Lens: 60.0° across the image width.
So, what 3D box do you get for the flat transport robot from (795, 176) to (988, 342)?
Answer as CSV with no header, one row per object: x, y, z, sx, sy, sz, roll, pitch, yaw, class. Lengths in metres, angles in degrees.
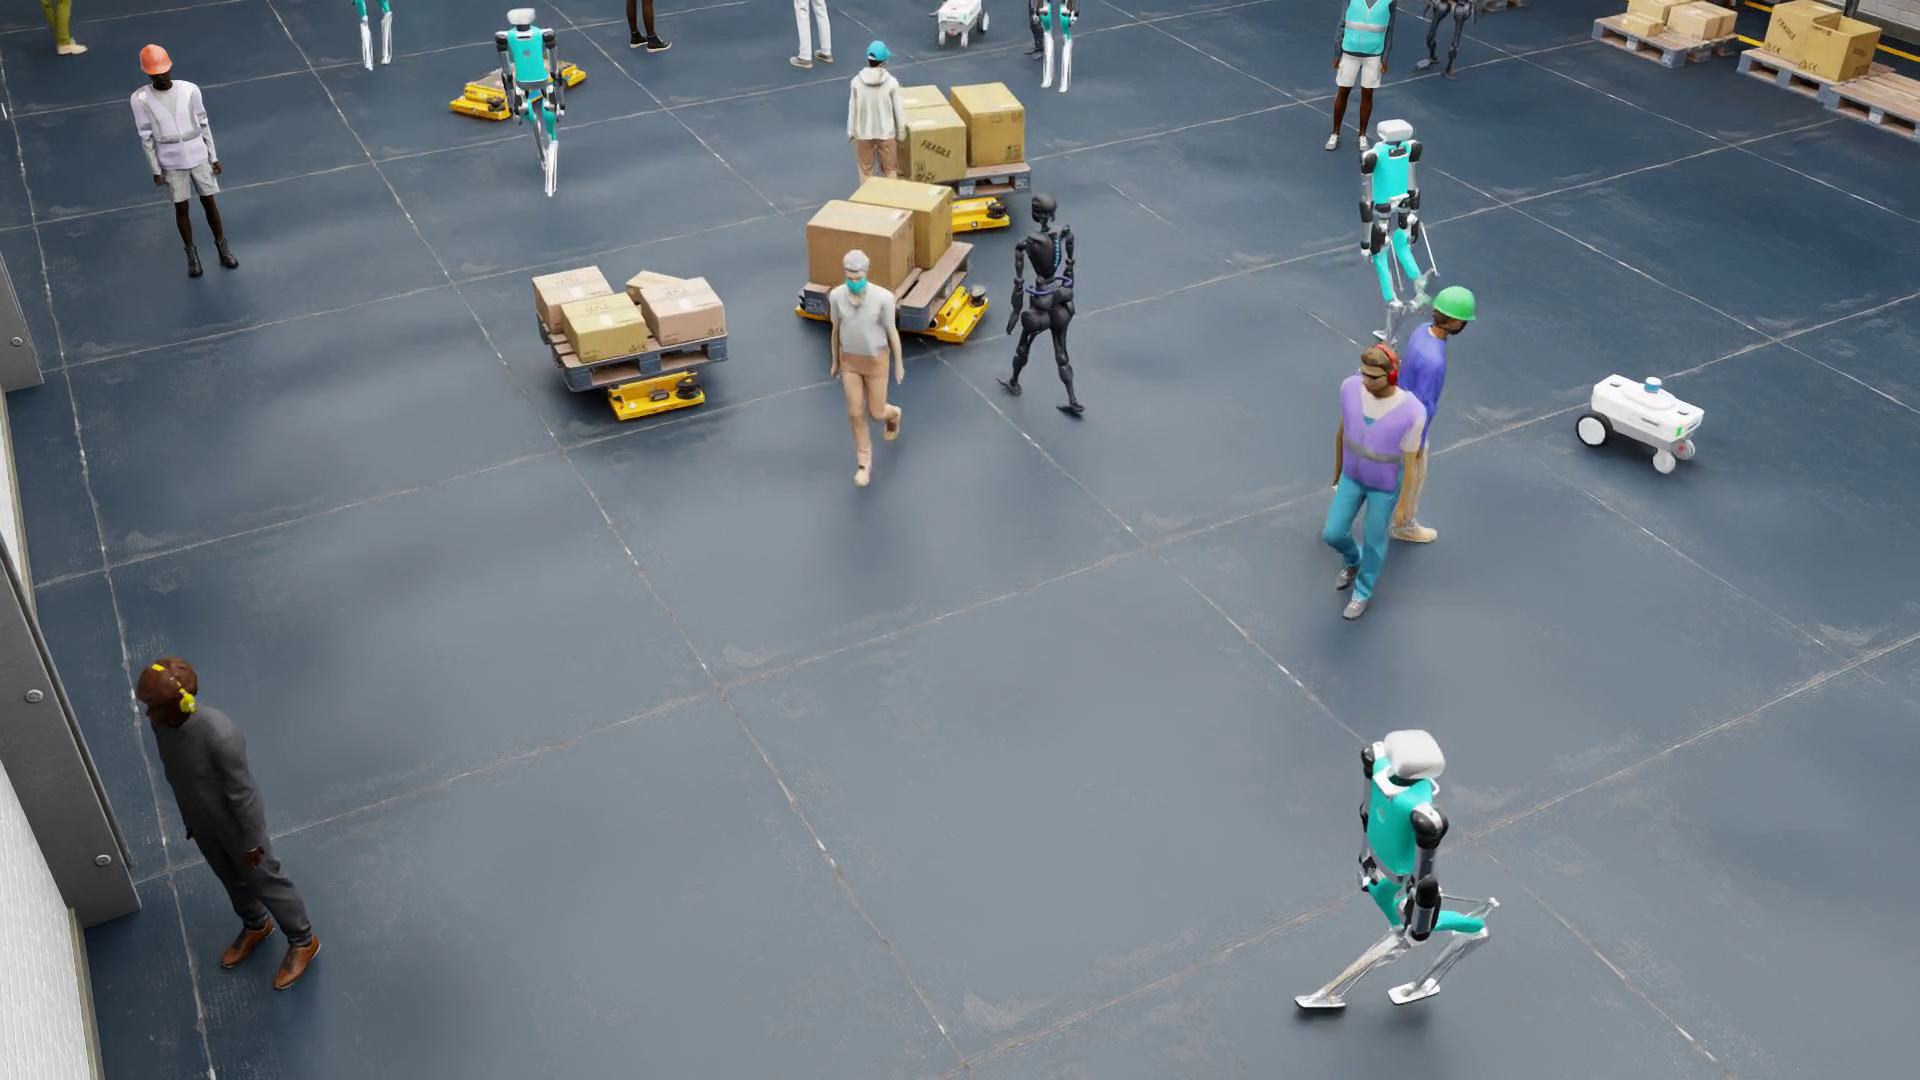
-0.549,-1.921,13.458,1.431,0.231,0.659,11,37,15,flat transport robot

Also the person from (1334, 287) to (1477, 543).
2.799,-0.773,10.455,0.644,1.840,0.513,5,35,7,person

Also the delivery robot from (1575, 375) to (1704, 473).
4.791,-0.861,11.712,0.499,0.613,0.811,-27,43,-33,delivery robot

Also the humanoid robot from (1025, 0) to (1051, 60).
0.852,-6.158,18.274,0.350,1.648,0.585,-24,42,-30,humanoid robot

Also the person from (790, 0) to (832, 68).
-1.670,-6.095,18.032,0.588,1.869,0.367,-27,43,-33,person

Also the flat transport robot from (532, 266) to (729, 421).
-2.474,-1.368,12.668,0.659,0.231,1.431,-15,38,-20,flat transport robot

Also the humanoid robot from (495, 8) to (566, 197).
-3.894,-4.118,15.332,0.541,1.767,0.936,-5,35,-8,humanoid robot

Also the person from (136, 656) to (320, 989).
-3.327,1.266,7.524,0.486,1.866,0.346,16,38,21,person

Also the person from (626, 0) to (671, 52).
-3.563,-6.413,18.394,0.600,1.966,0.369,26,42,32,person

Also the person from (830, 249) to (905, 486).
-0.612,-1.226,11.212,0.498,1.714,0.590,8,36,12,person

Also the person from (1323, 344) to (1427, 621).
2.434,-0.339,9.848,0.590,1.825,0.460,26,43,32,person

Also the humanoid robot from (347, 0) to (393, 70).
-6.437,-6.032,18.054,0.549,1.801,0.681,-6,35,-8,humanoid robot

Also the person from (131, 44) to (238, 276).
-6.411,-3.136,13.741,0.550,1.935,0.356,-21,40,-27,person

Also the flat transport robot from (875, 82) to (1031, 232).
-0.067,-3.216,15.307,0.659,0.231,1.431,-9,36,-13,flat transport robot

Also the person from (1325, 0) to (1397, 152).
3.861,-4.701,15.972,0.551,1.940,0.418,6,35,9,person

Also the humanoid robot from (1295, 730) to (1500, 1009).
2.035,1.512,7.287,0.895,1.770,0.531,-11,36,-15,humanoid robot

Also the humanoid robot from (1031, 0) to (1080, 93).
1.024,-5.613,17.408,0.534,1.740,0.699,7,36,10,humanoid robot

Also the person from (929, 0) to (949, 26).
-0.137,-6.900,19.192,0.389,1.847,0.563,-7,36,-10,person

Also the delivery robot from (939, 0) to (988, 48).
0.013,-6.004,19.055,0.499,0.613,0.796,9,36,13,delivery robot

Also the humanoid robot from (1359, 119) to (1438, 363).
3.363,-2.190,12.661,0.546,1.877,0.793,-16,38,-22,humanoid robot

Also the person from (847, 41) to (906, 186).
-0.731,-3.497,14.501,0.518,1.654,0.536,-3,35,-4,person

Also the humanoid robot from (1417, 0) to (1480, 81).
5.266,-5.761,17.720,0.587,1.646,0.457,17,38,22,humanoid robot

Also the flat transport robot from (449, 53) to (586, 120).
-4.659,-4.792,17.558,0.659,0.231,1.431,16,38,22,flat transport robot

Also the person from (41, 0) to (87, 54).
-10.105,-6.264,18.332,0.600,1.800,0.405,18,39,24,person

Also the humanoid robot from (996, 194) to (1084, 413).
0.605,-1.717,11.974,0.589,1.626,0.778,-25,42,-31,humanoid robot
